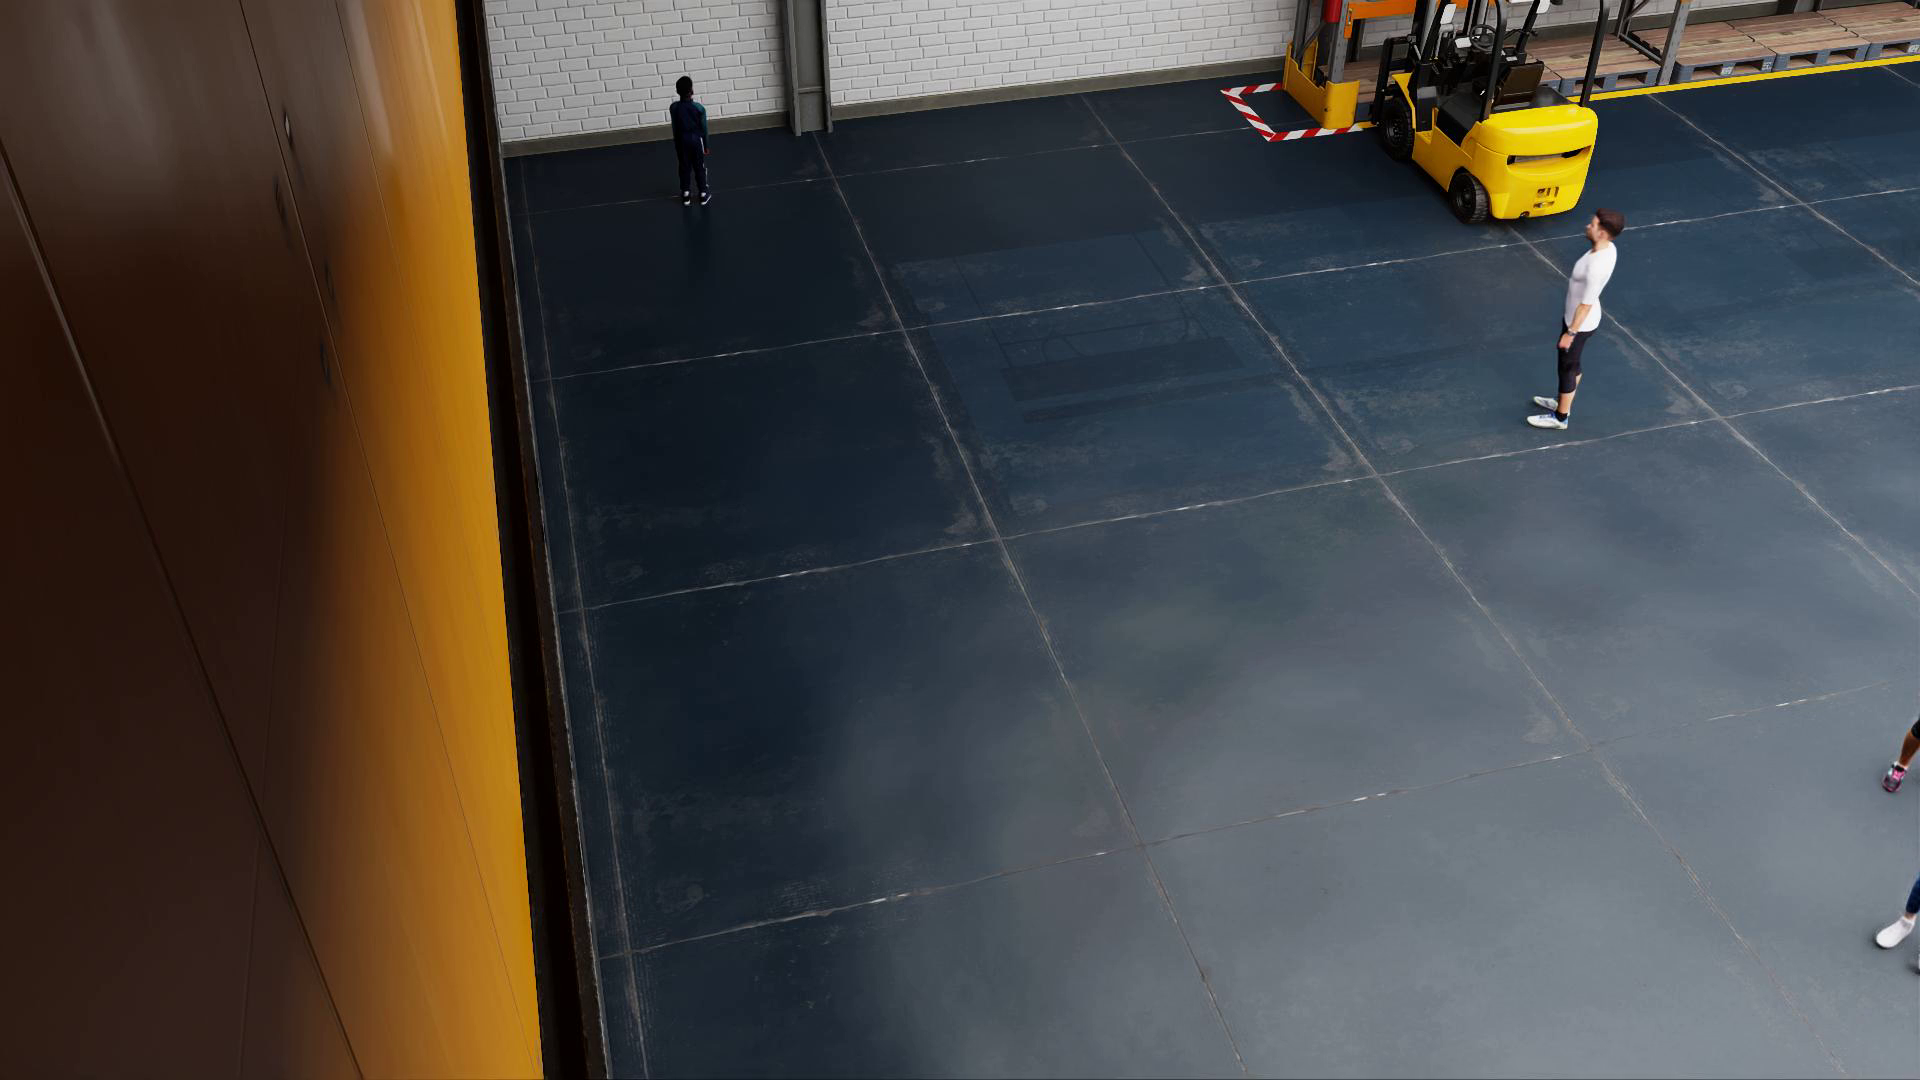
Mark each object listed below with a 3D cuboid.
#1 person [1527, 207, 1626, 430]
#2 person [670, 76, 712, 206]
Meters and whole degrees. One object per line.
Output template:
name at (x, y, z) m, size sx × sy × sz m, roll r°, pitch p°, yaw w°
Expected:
person at (4.744, -1.688, 12.700) m, size 0.795 × 1.851 × 0.749 m, roll 17°, pitch 42°, yaw 21°
person at (-2.574, -3.804, 15.826) m, size 0.485 × 1.255 × 0.601 m, roll 1°, pitch 39°, yaw 1°
